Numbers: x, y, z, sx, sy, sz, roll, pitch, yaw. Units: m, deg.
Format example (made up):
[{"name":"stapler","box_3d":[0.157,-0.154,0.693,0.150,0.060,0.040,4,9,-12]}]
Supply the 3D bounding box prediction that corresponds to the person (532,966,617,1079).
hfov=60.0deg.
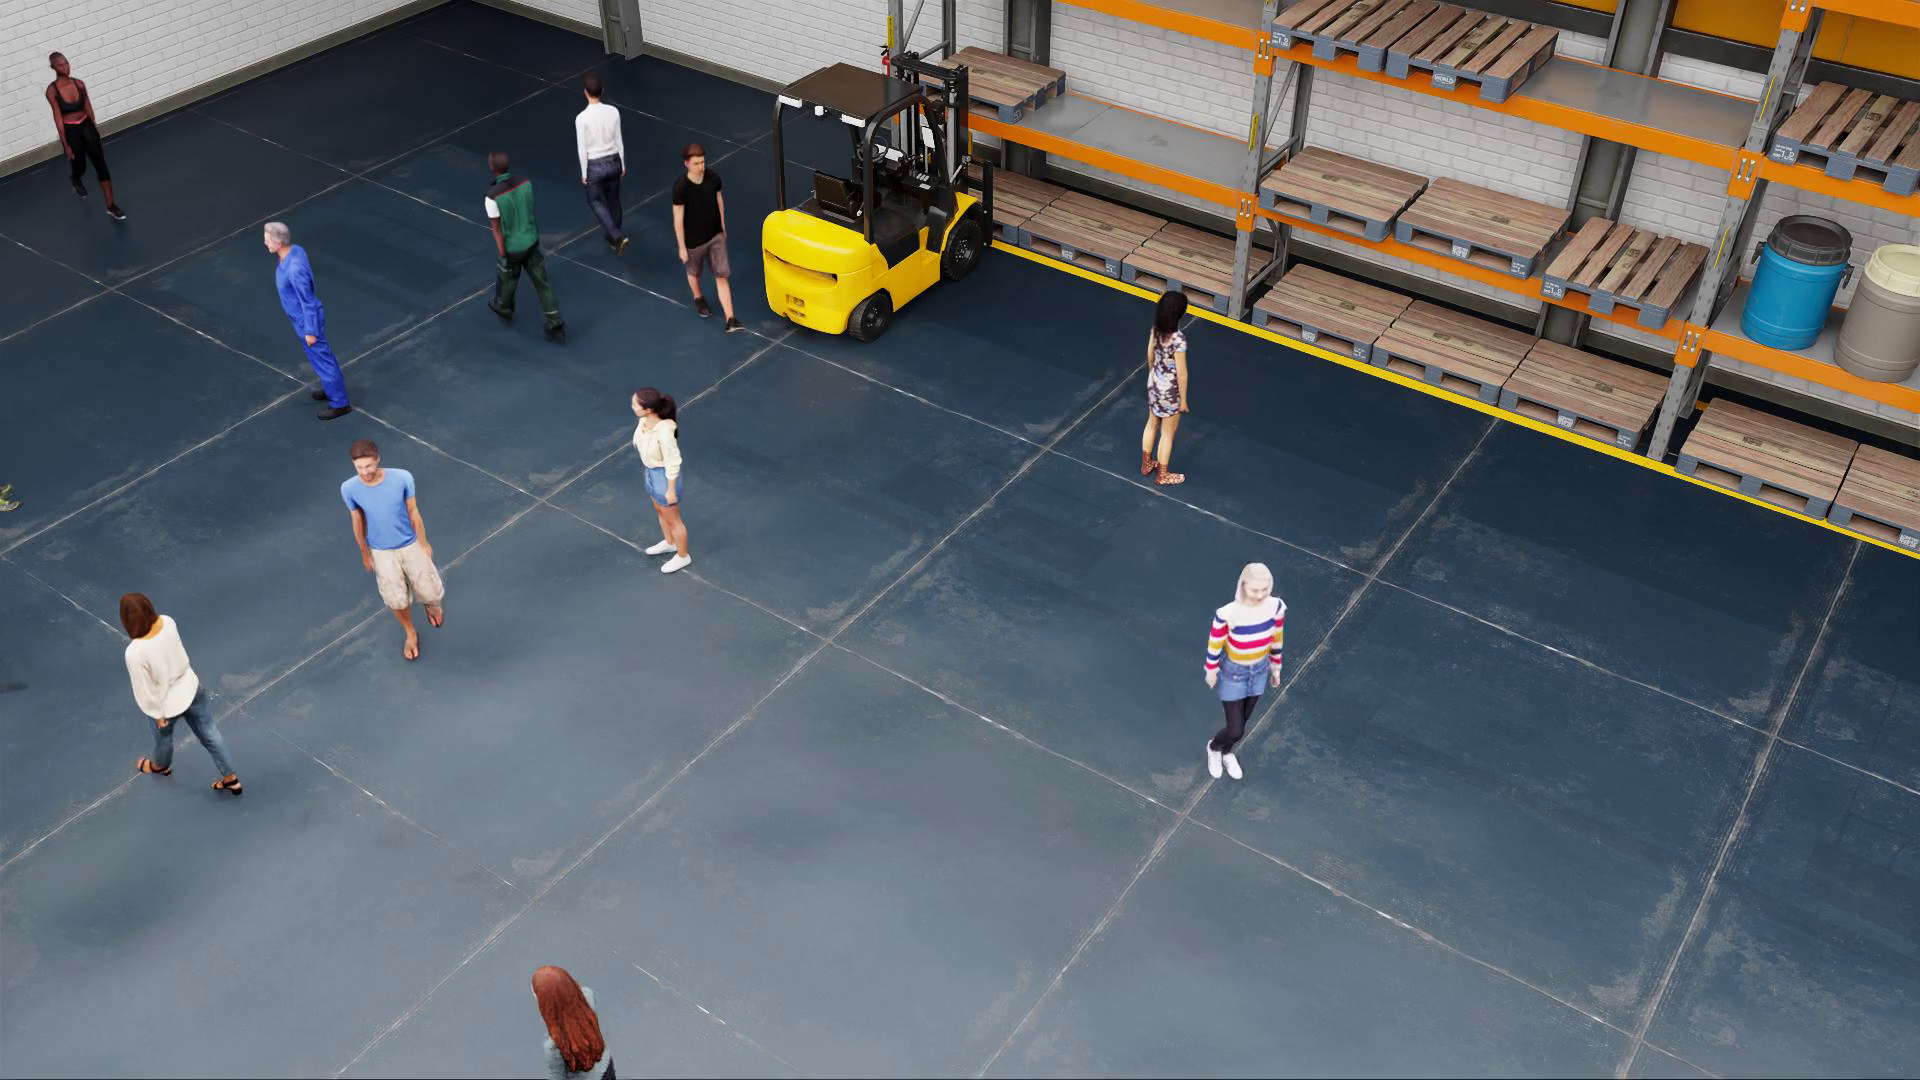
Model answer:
[{"name":"person","box_3d":[-1.823,2.776,8.401,0.654,1.732,0.605,19,42,22]}]

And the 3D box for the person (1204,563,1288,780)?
[{"name":"person","box_3d":[1.806,0.807,10.811,0.763,1.800,0.791,-14,41,-17]}]

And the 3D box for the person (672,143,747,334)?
[{"name":"person","box_3d":[-2.412,-2.826,15.347,1.029,1.816,1.289,-20,43,-23]}]

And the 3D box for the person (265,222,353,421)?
[{"name":"person","box_3d":[-5.551,-1.889,14.167,0.864,1.826,0.717,-15,41,-18]}]

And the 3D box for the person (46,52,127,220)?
[{"name":"person","box_3d":[-9.093,-4.174,17.099,1.048,1.737,0.668,28,47,31]}]

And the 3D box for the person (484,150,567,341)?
[{"name":"person","box_3d":[-3.946,-2.629,15.129,1.212,1.780,0.757,28,46,30]}]

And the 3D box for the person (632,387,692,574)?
[{"name":"person","box_3d":[-2.242,-0.484,12.563,0.774,1.631,0.637,-20,43,-23]}]

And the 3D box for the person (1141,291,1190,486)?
[{"name":"person","box_3d":[1.653,-1.222,13.403,0.732,1.736,0.603,-19,42,-22]}]

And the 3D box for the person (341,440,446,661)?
[{"name":"person","box_3d":[-4.007,-0.010,11.795,0.855,1.849,0.915,-11,40,-13]}]

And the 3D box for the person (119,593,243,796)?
[{"name":"person","box_3d":[-4.960,1.029,10.654,1.072,1.649,0.810,12,40,15]}]

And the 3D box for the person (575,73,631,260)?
[{"name":"person","box_3d":[-3.471,-3.626,16.323,0.820,1.849,1.024,-23,44,-26]}]
